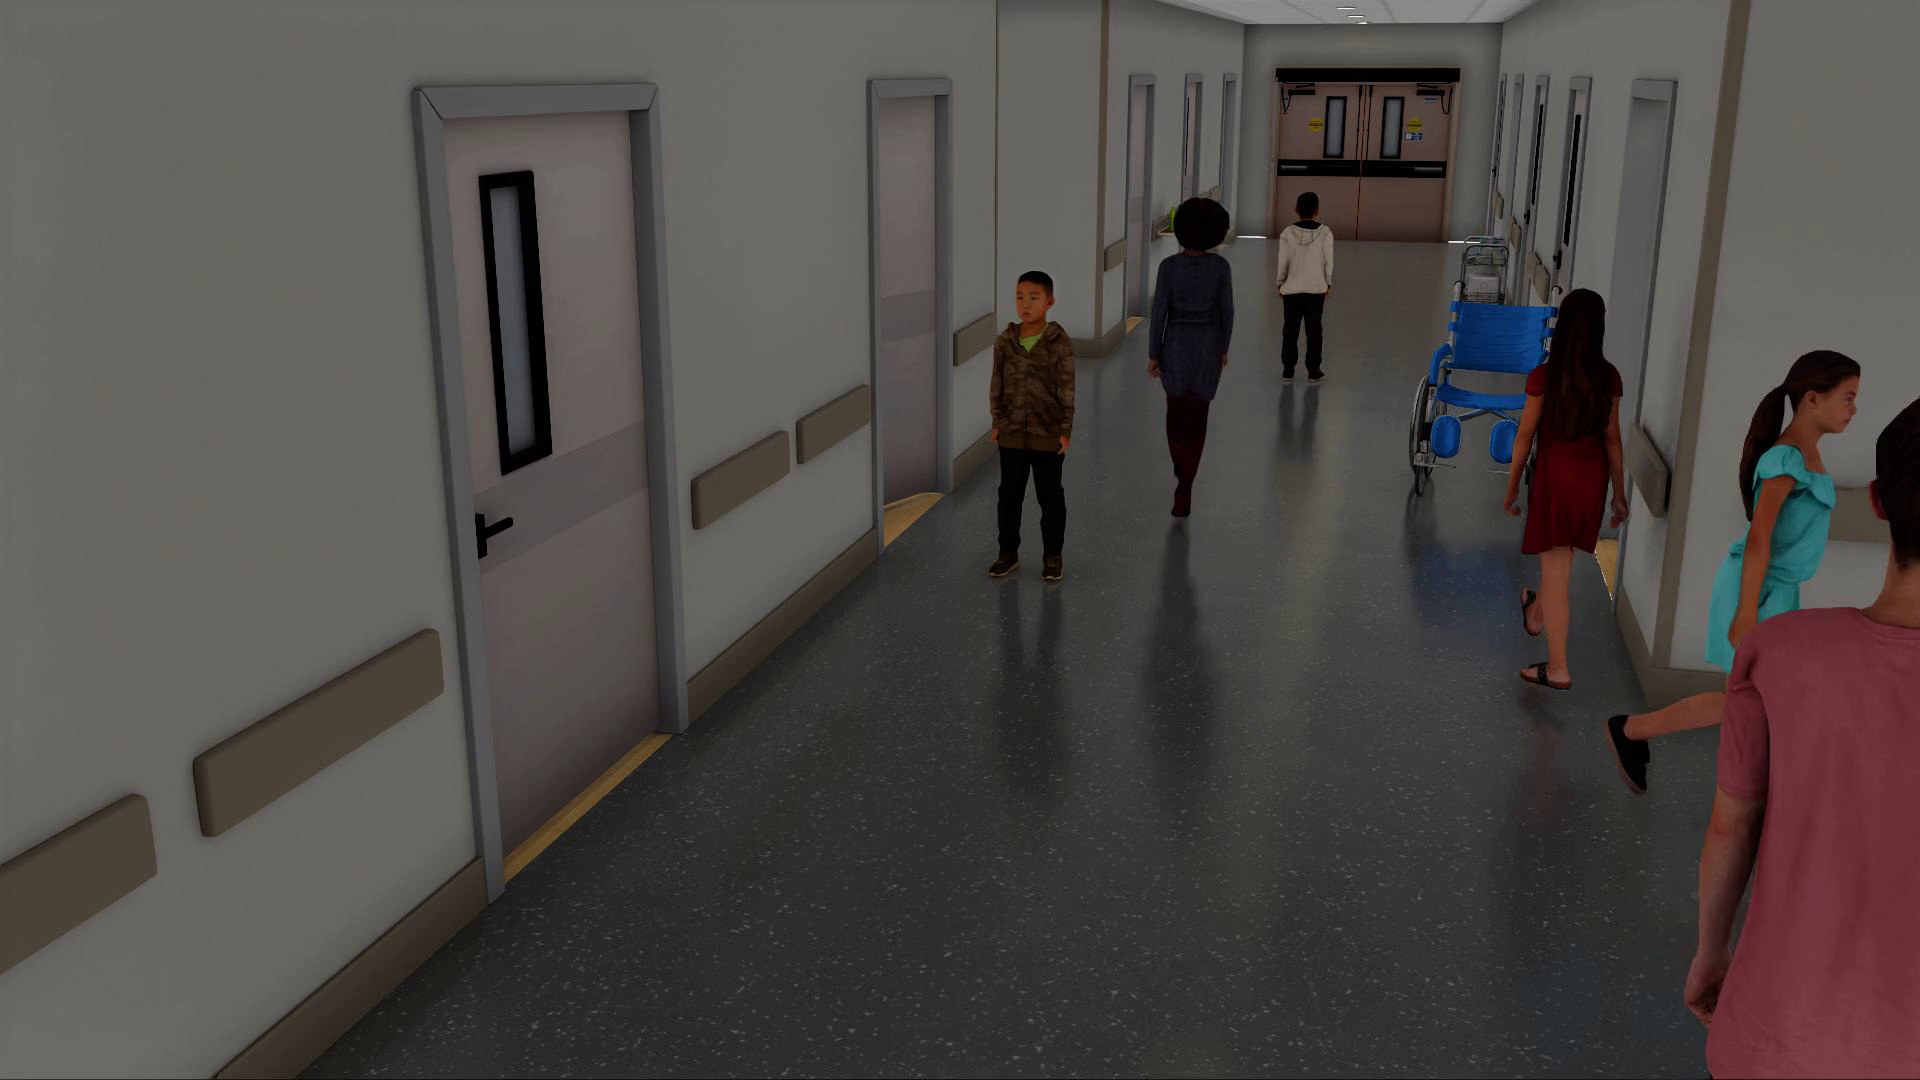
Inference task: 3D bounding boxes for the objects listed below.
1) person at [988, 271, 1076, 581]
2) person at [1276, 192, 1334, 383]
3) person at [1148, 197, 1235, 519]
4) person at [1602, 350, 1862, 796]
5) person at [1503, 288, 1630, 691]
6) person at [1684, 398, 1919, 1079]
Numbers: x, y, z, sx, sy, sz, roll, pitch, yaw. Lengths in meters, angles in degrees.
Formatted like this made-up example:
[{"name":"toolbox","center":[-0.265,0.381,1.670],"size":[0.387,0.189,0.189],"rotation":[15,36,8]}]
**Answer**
[{"name":"person","center":[0.343,-0.543,7.874],"size":[0.561,1.455,0.549],"rotation":[4,16,14]},{"name":"person","center":[2.671,-1.962,12.907],"size":[0.588,1.455,0.526],"rotation":[5,17,18]},{"name":"person","center":[1.230,-0.913,8.809],"size":[0.602,1.660,1.141],"rotation":[3,16,11]},{"name":"person","center":[2.416,0.166,5.209],"size":[0.787,1.537,0.885],"rotation":[11,19,33]},{"name":"person","center":[2.376,-0.159,6.449],"size":[0.811,1.489,1.191],"rotation":[-1,16,-3]},{"name":"person","center":[1.203,0.780,2.288],"size":[0.793,1.940,0.901],"rotation":[11,19,34]}]
